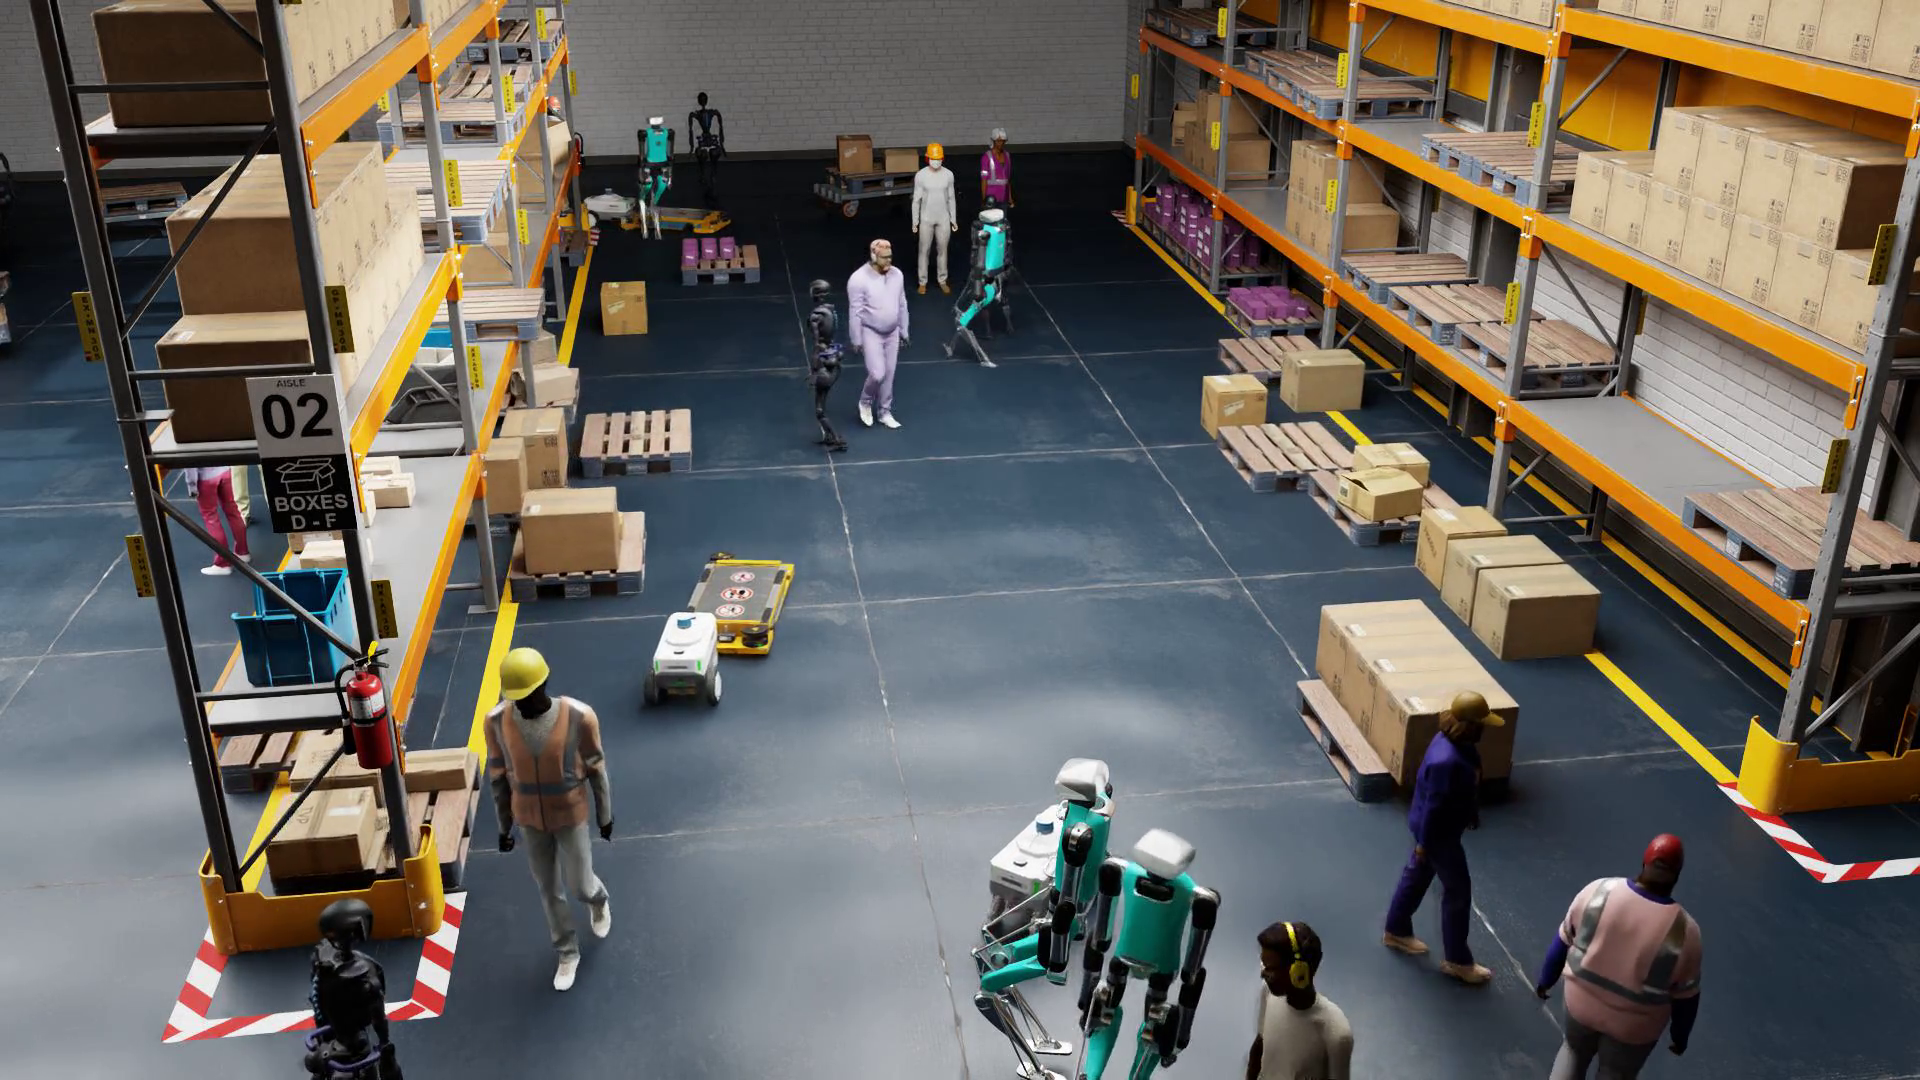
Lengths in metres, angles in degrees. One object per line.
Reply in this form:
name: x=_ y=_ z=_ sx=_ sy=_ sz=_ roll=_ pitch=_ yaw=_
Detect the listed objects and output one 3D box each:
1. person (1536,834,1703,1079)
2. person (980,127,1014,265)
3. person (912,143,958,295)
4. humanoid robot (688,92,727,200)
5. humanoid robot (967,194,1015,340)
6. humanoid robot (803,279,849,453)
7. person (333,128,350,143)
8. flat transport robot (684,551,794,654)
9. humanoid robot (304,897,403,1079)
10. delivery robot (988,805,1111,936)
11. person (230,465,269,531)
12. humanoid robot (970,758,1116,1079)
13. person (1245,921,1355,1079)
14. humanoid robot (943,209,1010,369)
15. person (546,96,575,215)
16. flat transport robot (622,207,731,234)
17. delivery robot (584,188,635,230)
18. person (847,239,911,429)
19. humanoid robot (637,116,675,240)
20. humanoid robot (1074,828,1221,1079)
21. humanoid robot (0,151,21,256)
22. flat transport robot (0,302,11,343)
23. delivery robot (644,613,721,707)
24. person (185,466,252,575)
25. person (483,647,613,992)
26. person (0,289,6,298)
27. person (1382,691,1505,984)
person: x=2.850 y=2.034 z=7.237 sx=0.648 sy=1.724 sz=0.502 roll=20 pitch=30 yaw=37
person: x=0.489 y=-4.536 z=22.047 sx=0.512 sy=1.848 sz=0.336 roll=-18 pitch=30 yaw=-36
person: x=-0.317 y=-4.020 z=20.816 sx=0.582 sy=1.893 sz=0.378 roll=-5 pitch=24 yaw=-11
humanoid robot: x=-3.922 y=-6.119 z=25.857 sx=0.591 sy=1.645 sz=0.396 roll=-9 pitch=25 yaw=-19
humanoid robot: x=0.372 y=-3.124 z=19.048 sx=0.601 sy=1.642 sz=0.387 roll=-13 pitch=27 yaw=-27
humanoid robot: x=-1.251 y=-1.647 z=15.682 sx=0.444 sy=1.644 sz=0.608 roll=5 pitch=24 yaw=12
person: x=-9.712 y=-6.113 z=25.971 sx=0.829 sy=1.574 sz=0.538 roll=0 pitch=24 yaw=0
flat transport robot: x=-1.680 y=0.470 z=12.608 sx=0.659 sy=0.231 sz=1.431 roll=1 pitch=24 yaw=2
humanoid robot: x=-2.555 y=2.247 z=6.877 sx=0.612 sy=1.662 sz=0.682 roll=19 pitch=30 yaw=36
delivery robot: x=0.480 y=1.789 z=9.248 sx=0.499 sy=0.596 sz=0.775 roll=15 pitch=28 yaw=30
person: x=-5.981 y=-0.931 z=13.958 sx=0.562 sy=1.746 sz=0.336 roll=-10 pitch=26 yaw=-22
humanoid robot: x=0.329 y=1.746 z=7.708 sx=0.735 sy=1.677 sz=0.533 roll=7 pitch=25 yaw=15
person: x=1.306 y=2.307 z=6.499 sx=0.369 sy=1.872 sz=0.546 roll=-14 pitch=27 yaw=-29
humanoid robot: x=0.077 y=-2.744 z=18.174 sx=0.886 sy=1.816 sz=0.548 roll=14 pitch=28 yaw=30
person: x=-6.072 y=-5.773 z=24.984 sx=0.570 sy=1.747 sz=0.341 roll=11 pitch=26 yaw=24
flat transport robot: x=-4.147 y=-4.677 z=24.332 sx=1.431 sy=0.231 sz=0.659 roll=6 pitch=24 yaw=14
delivery robot: x=-5.134 y=-4.856 z=24.352 sx=0.747 sy=0.568 sz=0.499 roll=4 pitch=24 yaw=10
person: x=-0.759 y=-1.991 z=16.198 sx=0.665 sy=1.889 sz=0.441 roll=-20 pitch=31 yaw=-38
humanoid robot: x=-4.356 y=-5.140 z=23.563 sx=0.567 sy=1.779 sz=0.772 roll=-12 pitch=27 yaw=-26
humanoid robot: x=0.636 y=2.153 z=6.992 sx=0.566 sy=1.780 sz=0.913 roll=15 pitch=28 yaw=30
humanoid robot: x=-13.199 y=-4.735 z=22.727 sx=0.585 sy=1.635 sz=0.636 roll=-14 pitch=27 yaw=-29
flat transport robot: x=-11.271 y=-2.151 z=18.578 sx=0.659 sy=0.231 sz=1.431 roll=-13 pitch=27 yaw=-27
delivery robot: x=-1.892 y=0.793 z=11.502 sx=0.499 sy=0.584 sz=0.783 roll=0 pitch=24 yaw=0
person: x=-5.934 y=-0.505 z=13.142 sx=0.277 sy=1.628 sz=0.503 roll=5 pitch=24 yaw=11
person: x=-2.085 y=1.375 z=8.502 sx=0.597 sy=1.909 sz=0.509 roll=1 pitch=24 yaw=2
person: x=-12.319 y=-4.031 z=20.828 sx=0.533 sy=1.904 sz=0.892 roll=-18 pitch=30 yaw=-35
person: x=2.580 y=1.508 z=8.573 sx=0.709 sy=1.593 sz=0.464 roll=11 pitch=26 yaw=23
